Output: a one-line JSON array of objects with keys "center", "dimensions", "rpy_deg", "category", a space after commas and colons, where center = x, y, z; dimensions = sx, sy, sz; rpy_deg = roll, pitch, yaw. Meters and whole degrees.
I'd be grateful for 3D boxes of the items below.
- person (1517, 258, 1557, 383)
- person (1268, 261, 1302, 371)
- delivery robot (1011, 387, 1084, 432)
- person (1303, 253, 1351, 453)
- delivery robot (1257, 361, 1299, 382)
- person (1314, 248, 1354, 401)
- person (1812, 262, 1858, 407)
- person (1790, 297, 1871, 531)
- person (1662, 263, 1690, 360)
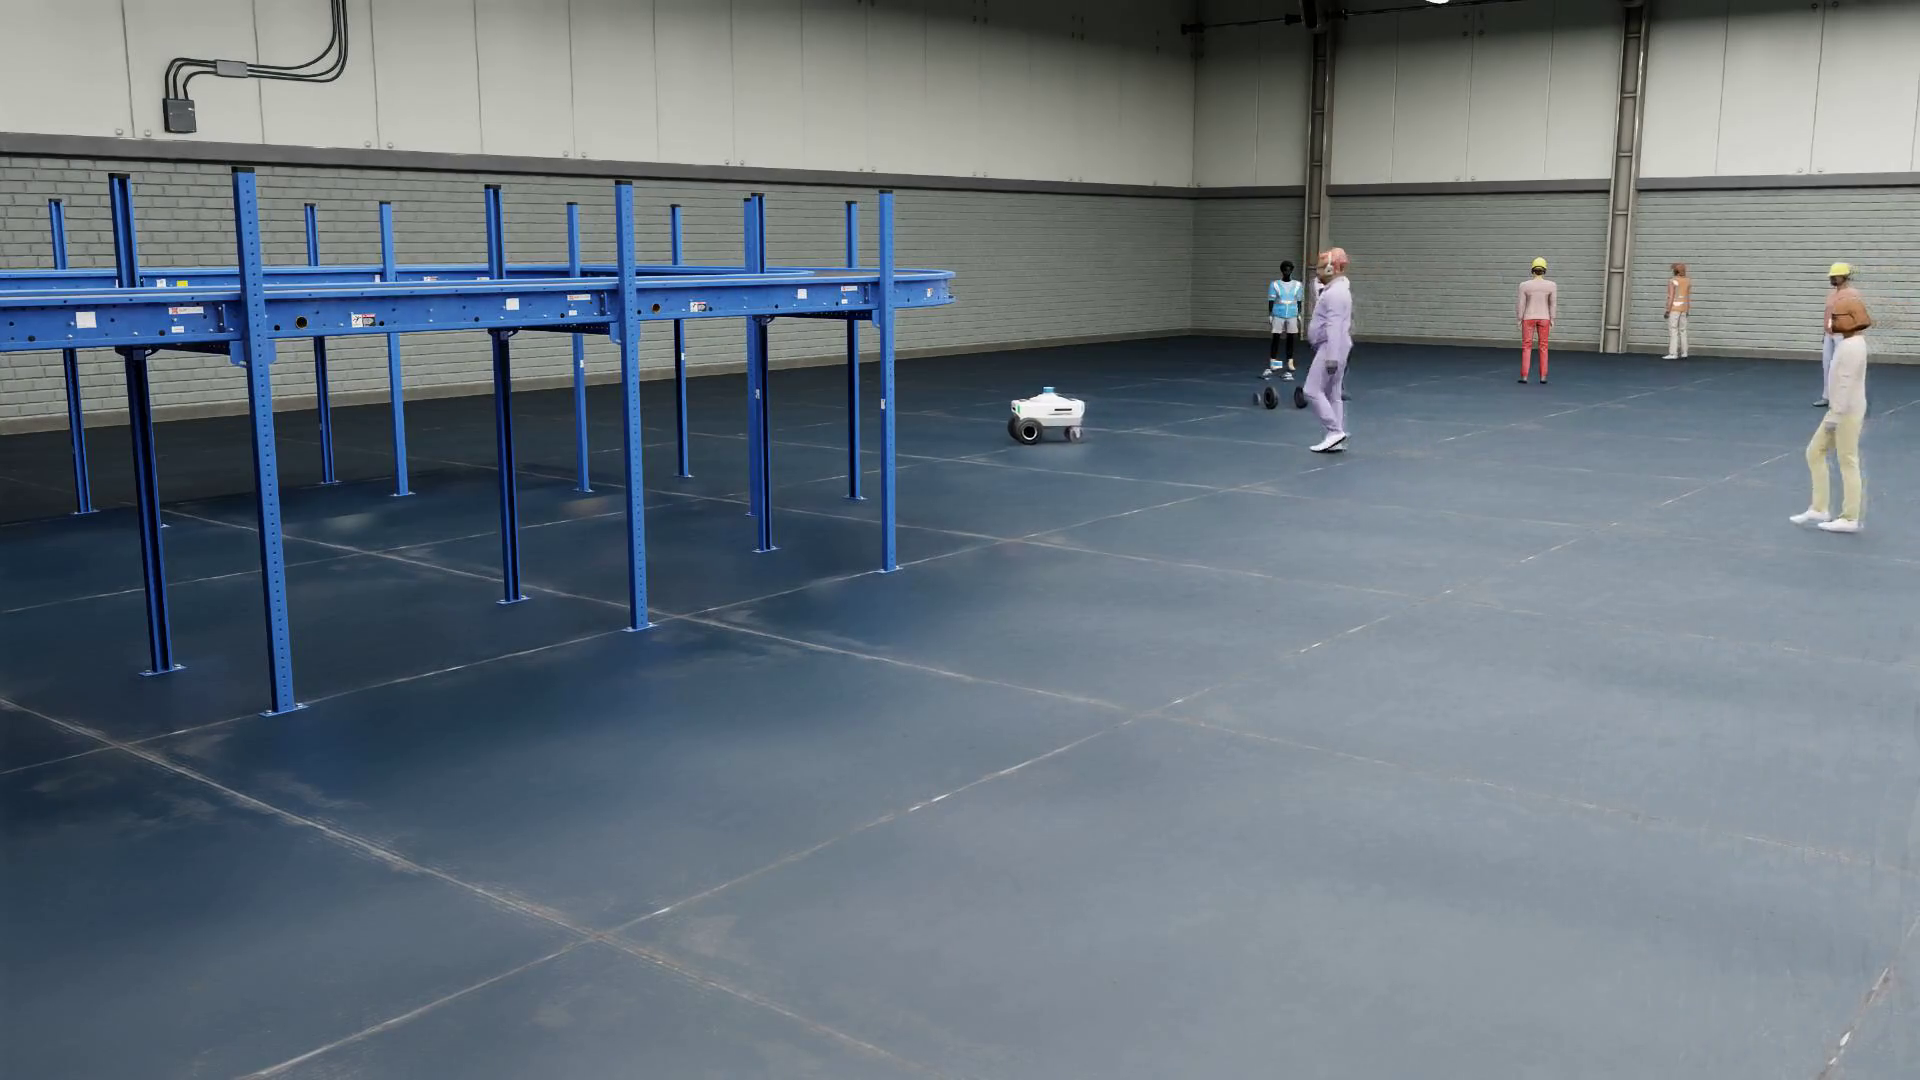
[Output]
[{"center": [8.176, -3.113, 23.608], "dimensions": [0.532, 1.768, 0.311], "rpy_deg": [2, 10, 10], "category": "person"}, {"center": [5.029, -3.464, 25.741], "dimensions": [0.540, 1.697, 0.317], "rpy_deg": [0, 10, 0], "category": "person"}, {"center": [0.887, -1.300, 16.779], "dimensions": [0.707, 0.478, 0.477], "rpy_deg": [-2, 10, -9], "category": "delivery robot"}, {"center": [3.478, -1.766, 15.781], "dimensions": [0.430, 1.891, 0.679], "rpy_deg": [3, 11, 15], "category": "person"}, {"center": [3.885, -2.068, 20.302], "dimensions": [0.335, 0.223, 0.698], "rpy_deg": [-3, 11, -18], "category": "delivery robot"}, {"center": [4.674, -2.671, 20.746], "dimensions": [0.553, 1.917, 0.589], "rpy_deg": [-4, 11, -22], "category": "person"}, {"center": [10.723, -2.498, 20.229], "dimensions": [0.485, 1.750, 0.546], "rpy_deg": [-2, 10, -11], "category": "person"}, {"center": [6.054, -0.875, 11.591], "dimensions": [0.557, 1.613, 0.523], "rpy_deg": [5, 11, 24], "category": "person"}, {"center": [12.207, -3.875, 28.237], "dimensions": [0.594, 1.626, 0.371], "rpy_deg": [-6, 12, -30], "category": "person"}]
